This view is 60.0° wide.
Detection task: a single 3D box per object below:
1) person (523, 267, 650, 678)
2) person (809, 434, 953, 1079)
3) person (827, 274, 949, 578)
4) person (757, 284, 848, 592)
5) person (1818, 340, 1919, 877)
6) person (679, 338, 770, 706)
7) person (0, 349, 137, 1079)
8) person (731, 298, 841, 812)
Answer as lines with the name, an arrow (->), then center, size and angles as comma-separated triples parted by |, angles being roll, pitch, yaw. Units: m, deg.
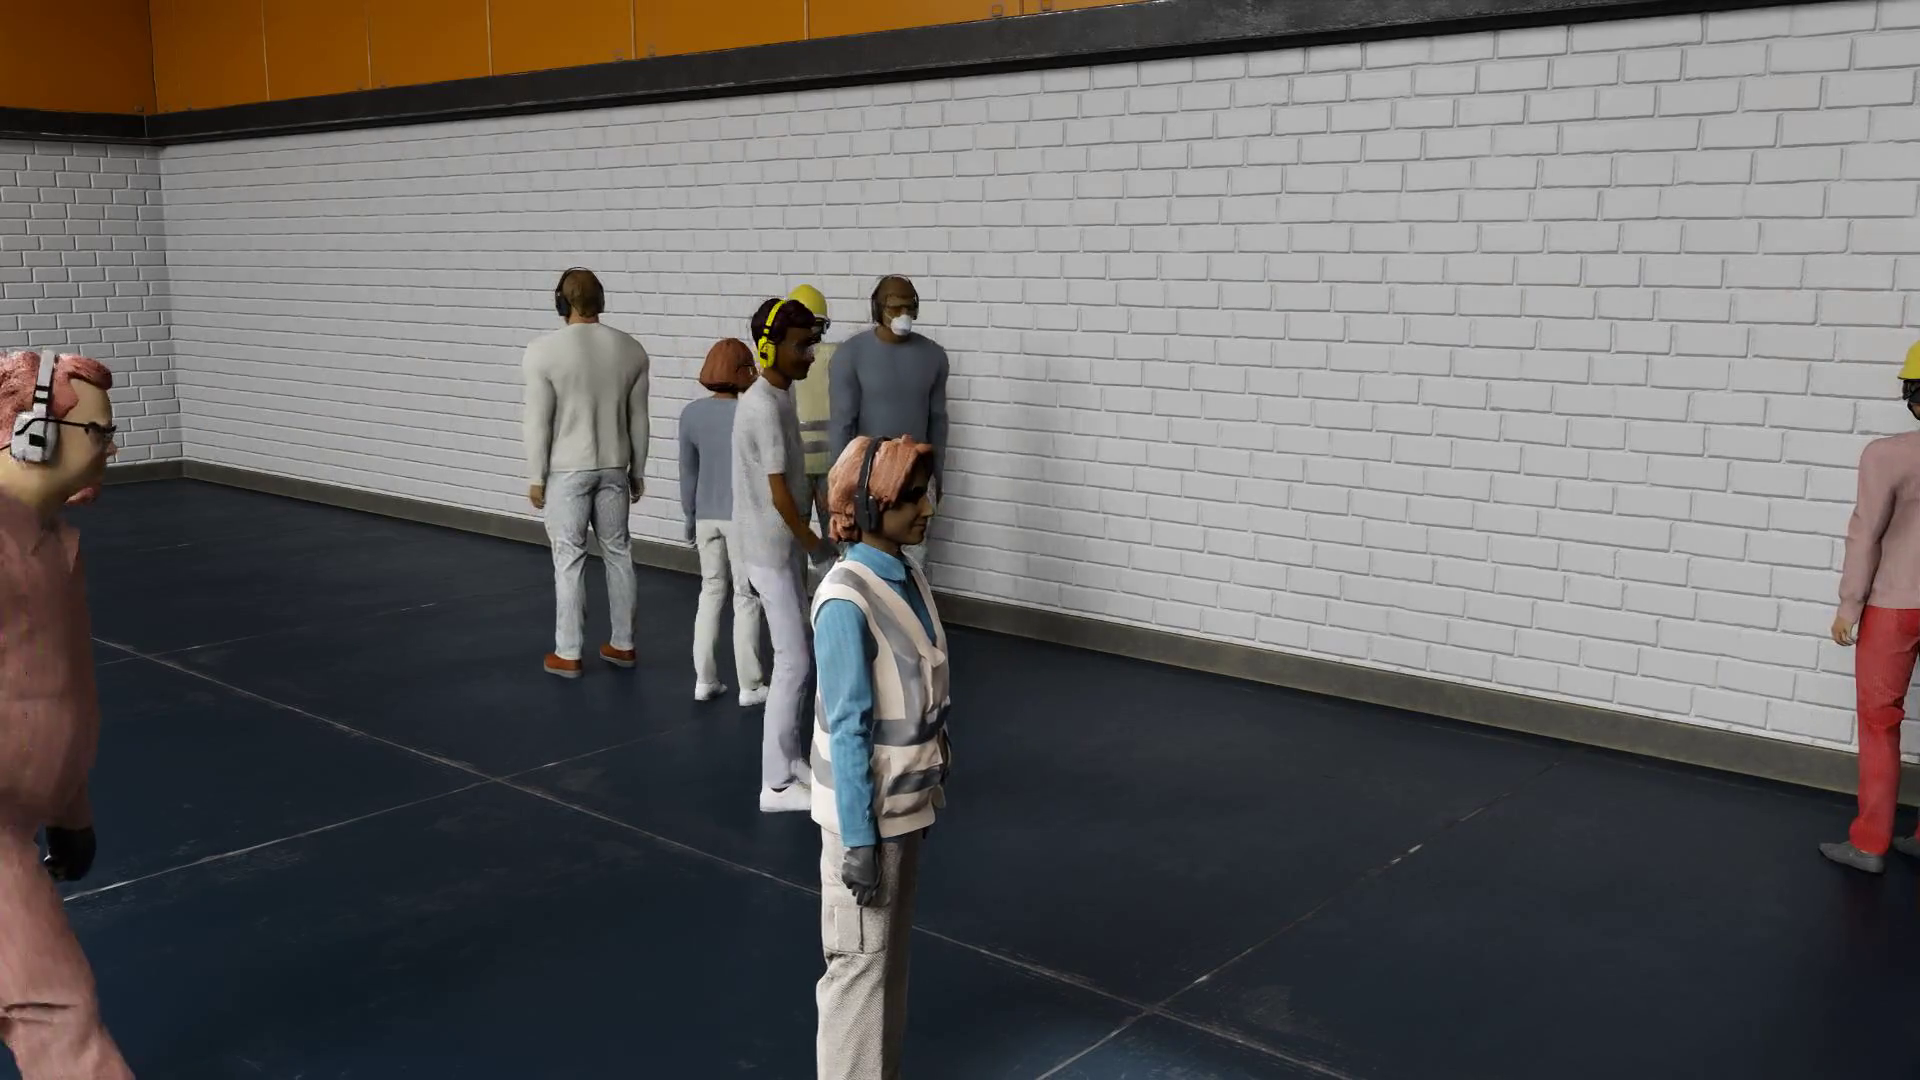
person -> -1.762, -0.321, 7.914 | 0.631, 1.932, 0.369 | -8, 13, -39
person -> -0.172, 0.590, 3.564 | 0.306, 1.640, 0.522 | 2, 10, 11
person -> -0.376, -0.336, 8.099 | 0.635, 1.913, 0.841 | -5, 11, -25
person -> -0.781, -0.408, 8.684 | 0.590, 1.837, 0.403 | -4, 11, -22
person -> 3.093, 0.212, 5.387 | 0.526, 1.761, 0.329 | -1, 10, -8
person -> -1.009, -0.075, 7.367 | 0.506, 1.633, 0.287 | 6, 12, 30
person -> -1.858, 0.559, 3.219 | 1.023, 1.826, 0.677 | -3, 10, -18
person -> -0.568, 0.072, 5.930 | 0.476, 1.843, 0.540 | 0, 10, -2
